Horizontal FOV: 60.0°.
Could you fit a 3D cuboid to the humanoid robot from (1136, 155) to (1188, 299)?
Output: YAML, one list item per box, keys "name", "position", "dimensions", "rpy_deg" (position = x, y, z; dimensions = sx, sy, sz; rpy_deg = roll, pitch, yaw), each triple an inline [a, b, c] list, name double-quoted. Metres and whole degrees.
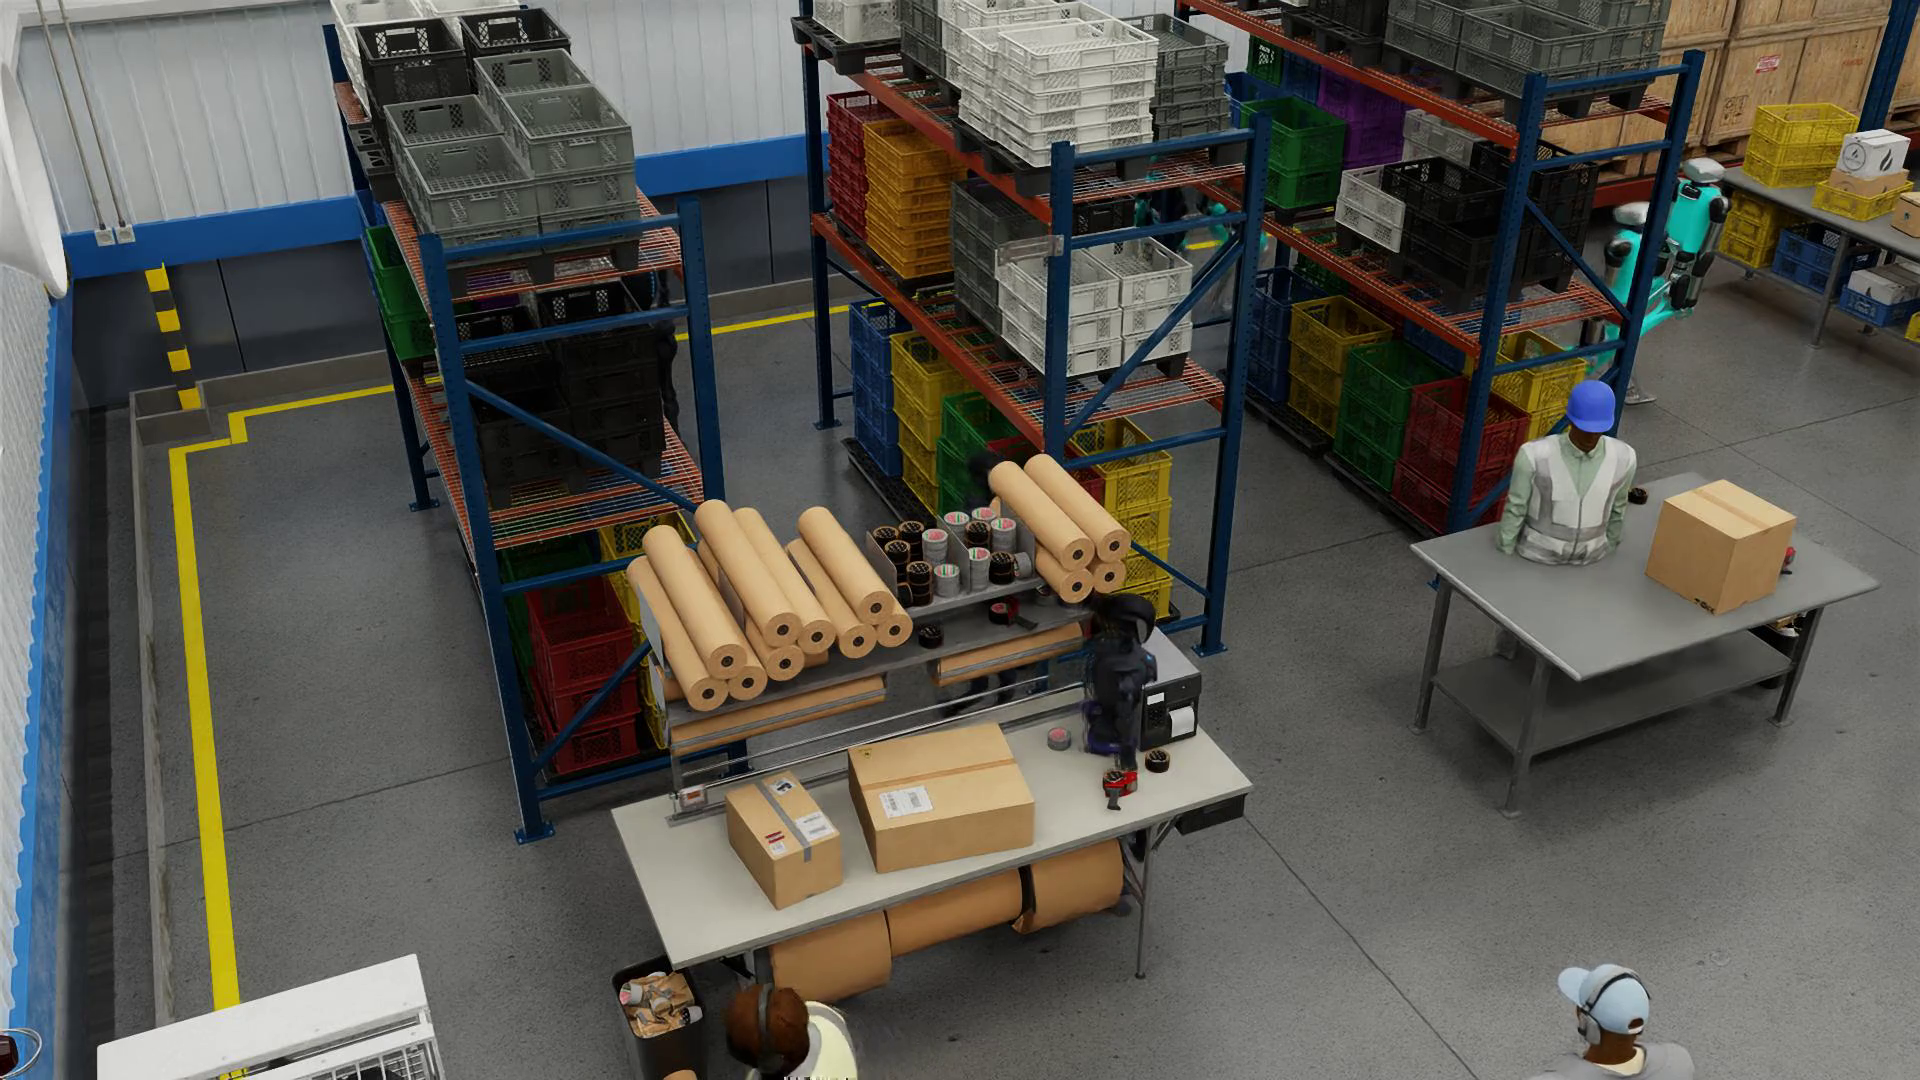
- name: "humanoid robot"
  position: [1.563, -2.445, 12.608]
  dimensions: [0.434, 1.638, 0.590]
  rpy_deg: [-15, 35, -23]

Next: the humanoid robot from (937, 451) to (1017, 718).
- name: "humanoid robot"
  position: [0.118, 0.318, 8.134]
  dimensions: [0.509, 1.641, 0.601]
  rpy_deg: [15, 35, 23]

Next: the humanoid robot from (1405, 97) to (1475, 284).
- name: "humanoid robot"
  position: [3.766, -2.760, 13.107]
  dimensions: [0.613, 1.643, 0.402]
  rpy_deg: [-7, 32, -11]

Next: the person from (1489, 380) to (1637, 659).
- name: "person"
  position: [2.954, 0.084, 8.233]
  dimensions: [0.615, 1.945, 0.390]
  rpy_deg: [0, 32, -1]

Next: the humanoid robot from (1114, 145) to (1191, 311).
- name: "humanoid robot"
  position: [1.517, -2.609, 12.747]
  dimensions: [0.531, 1.728, 0.733]
  rpy_deg: [21, 37, 30]

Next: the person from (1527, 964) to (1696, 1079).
- name: "person"
  position: [1.887, 2.014, 5.192]
  dimensions: [0.587, 1.850, 0.388]
  rpy_deg: [-10, 33, -15]

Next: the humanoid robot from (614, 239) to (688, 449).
- name: "humanoid robot"
  position: [-2.036, -1.279, 10.689]
  dimensions: [0.315, 1.657, 0.599]
  rpy_deg: [19, 36, 28]

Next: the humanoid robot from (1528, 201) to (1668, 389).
- name: "humanoid robot"
  position: [4.062, -1.429, 10.910]
  dimensions: [0.533, 1.773, 0.981]
  rpy_deg: [-21, 37, -30]

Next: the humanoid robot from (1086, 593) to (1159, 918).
- name: "humanoid robot"
  position: [0.703, 0.916, 7.139]
  dimensions: [0.338, 1.651, 0.589]
  rpy_deg: [1, 32, 2]

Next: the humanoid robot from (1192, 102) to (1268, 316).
- name: "humanoid robot"
  position: [2.098, -2.512, 12.618]
  dimensions: [0.752, 1.748, 0.530]
  rpy_deg: [-17, 35, -25]

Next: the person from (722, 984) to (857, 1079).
- name: "person"
  position: [-0.550, 2.043, 5.165]
  dimensions: [0.545, 1.825, 0.655]
  rpy_deg: [7, 32, 11]

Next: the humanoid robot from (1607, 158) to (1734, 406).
- name: "humanoid robot"
  position: [4.673, -1.727, 11.280]
  dimensions: [0.738, 1.689, 0.531]
  rpy_deg: [-10, 33, -16]
